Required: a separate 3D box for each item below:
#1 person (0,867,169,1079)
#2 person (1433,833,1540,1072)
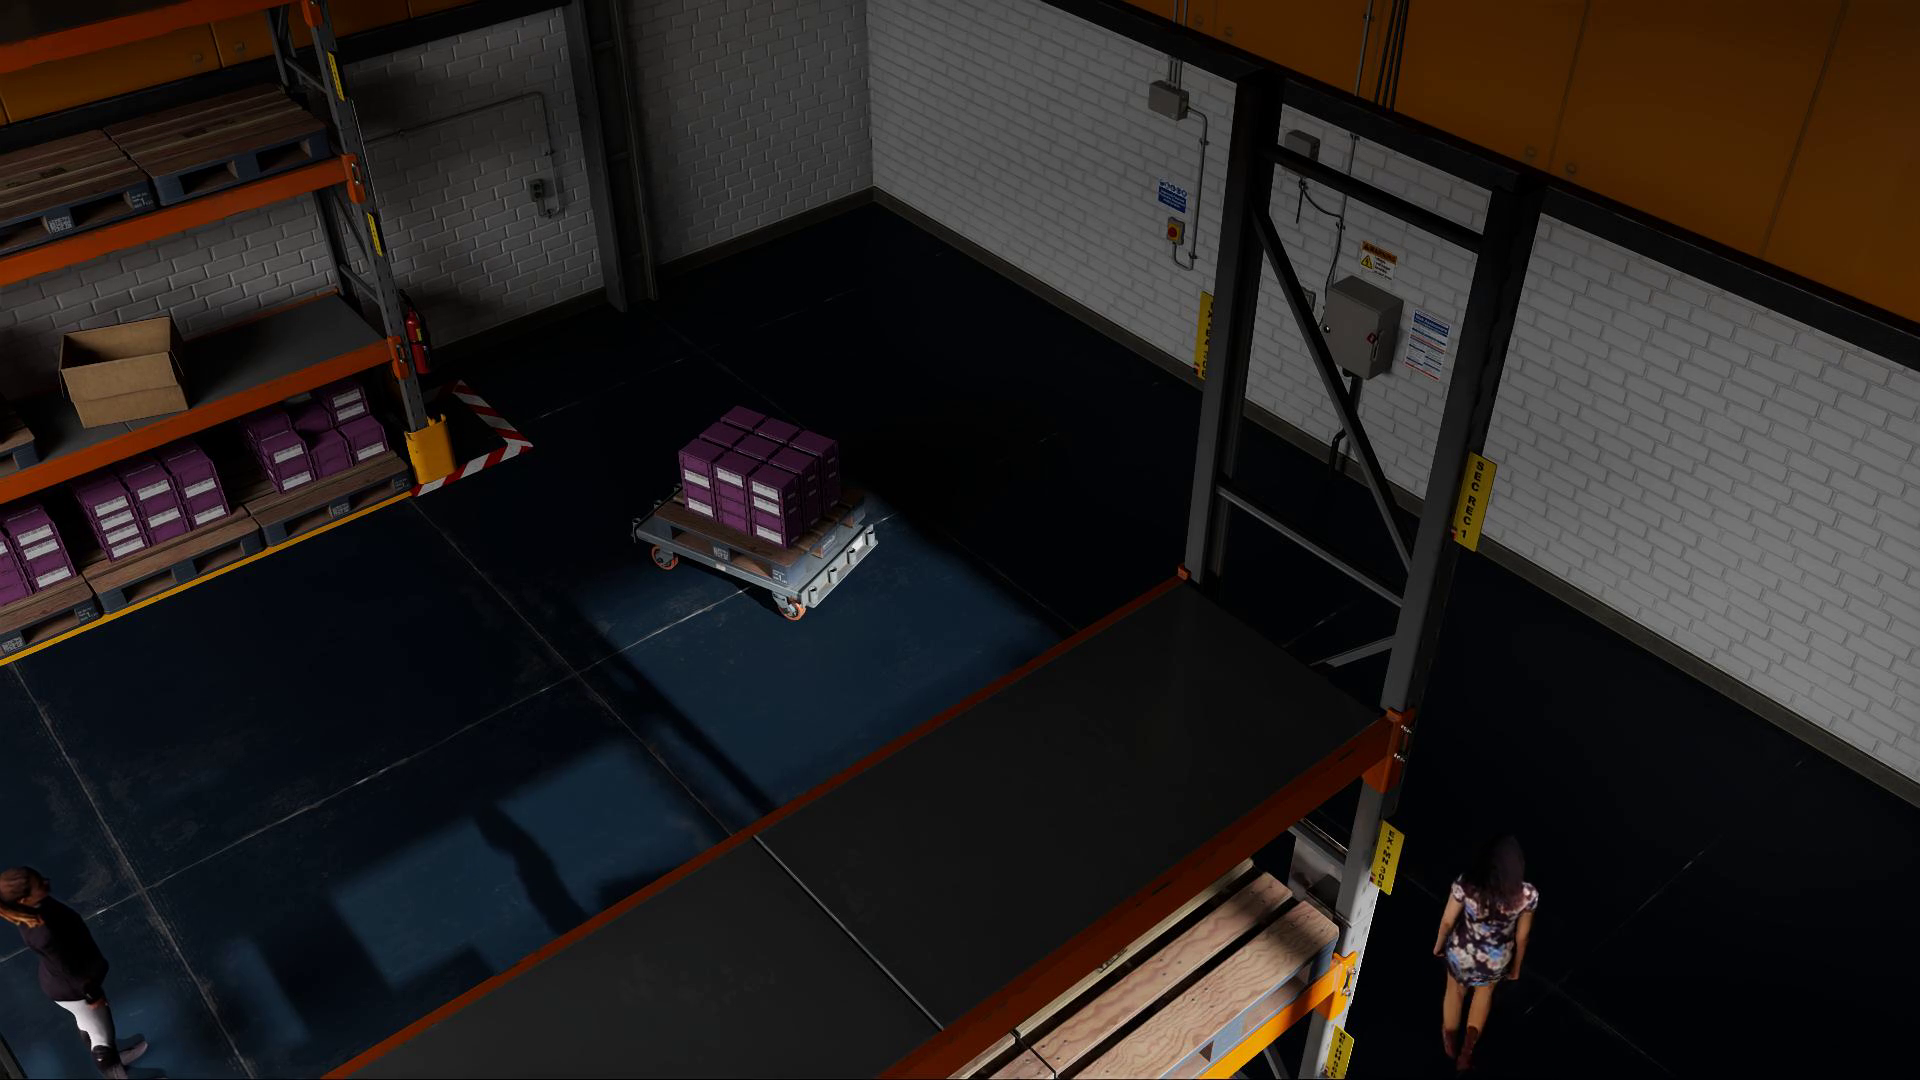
[{"bbox_3d":[-4.565,2.278,8.589,0.538,1.729,0.556,-27,46,-30],"label":"person"},{"bbox_3d":[2.705,2.220,8.667,0.772,1.722,0.836,9,40,12],"label":"person"}]
